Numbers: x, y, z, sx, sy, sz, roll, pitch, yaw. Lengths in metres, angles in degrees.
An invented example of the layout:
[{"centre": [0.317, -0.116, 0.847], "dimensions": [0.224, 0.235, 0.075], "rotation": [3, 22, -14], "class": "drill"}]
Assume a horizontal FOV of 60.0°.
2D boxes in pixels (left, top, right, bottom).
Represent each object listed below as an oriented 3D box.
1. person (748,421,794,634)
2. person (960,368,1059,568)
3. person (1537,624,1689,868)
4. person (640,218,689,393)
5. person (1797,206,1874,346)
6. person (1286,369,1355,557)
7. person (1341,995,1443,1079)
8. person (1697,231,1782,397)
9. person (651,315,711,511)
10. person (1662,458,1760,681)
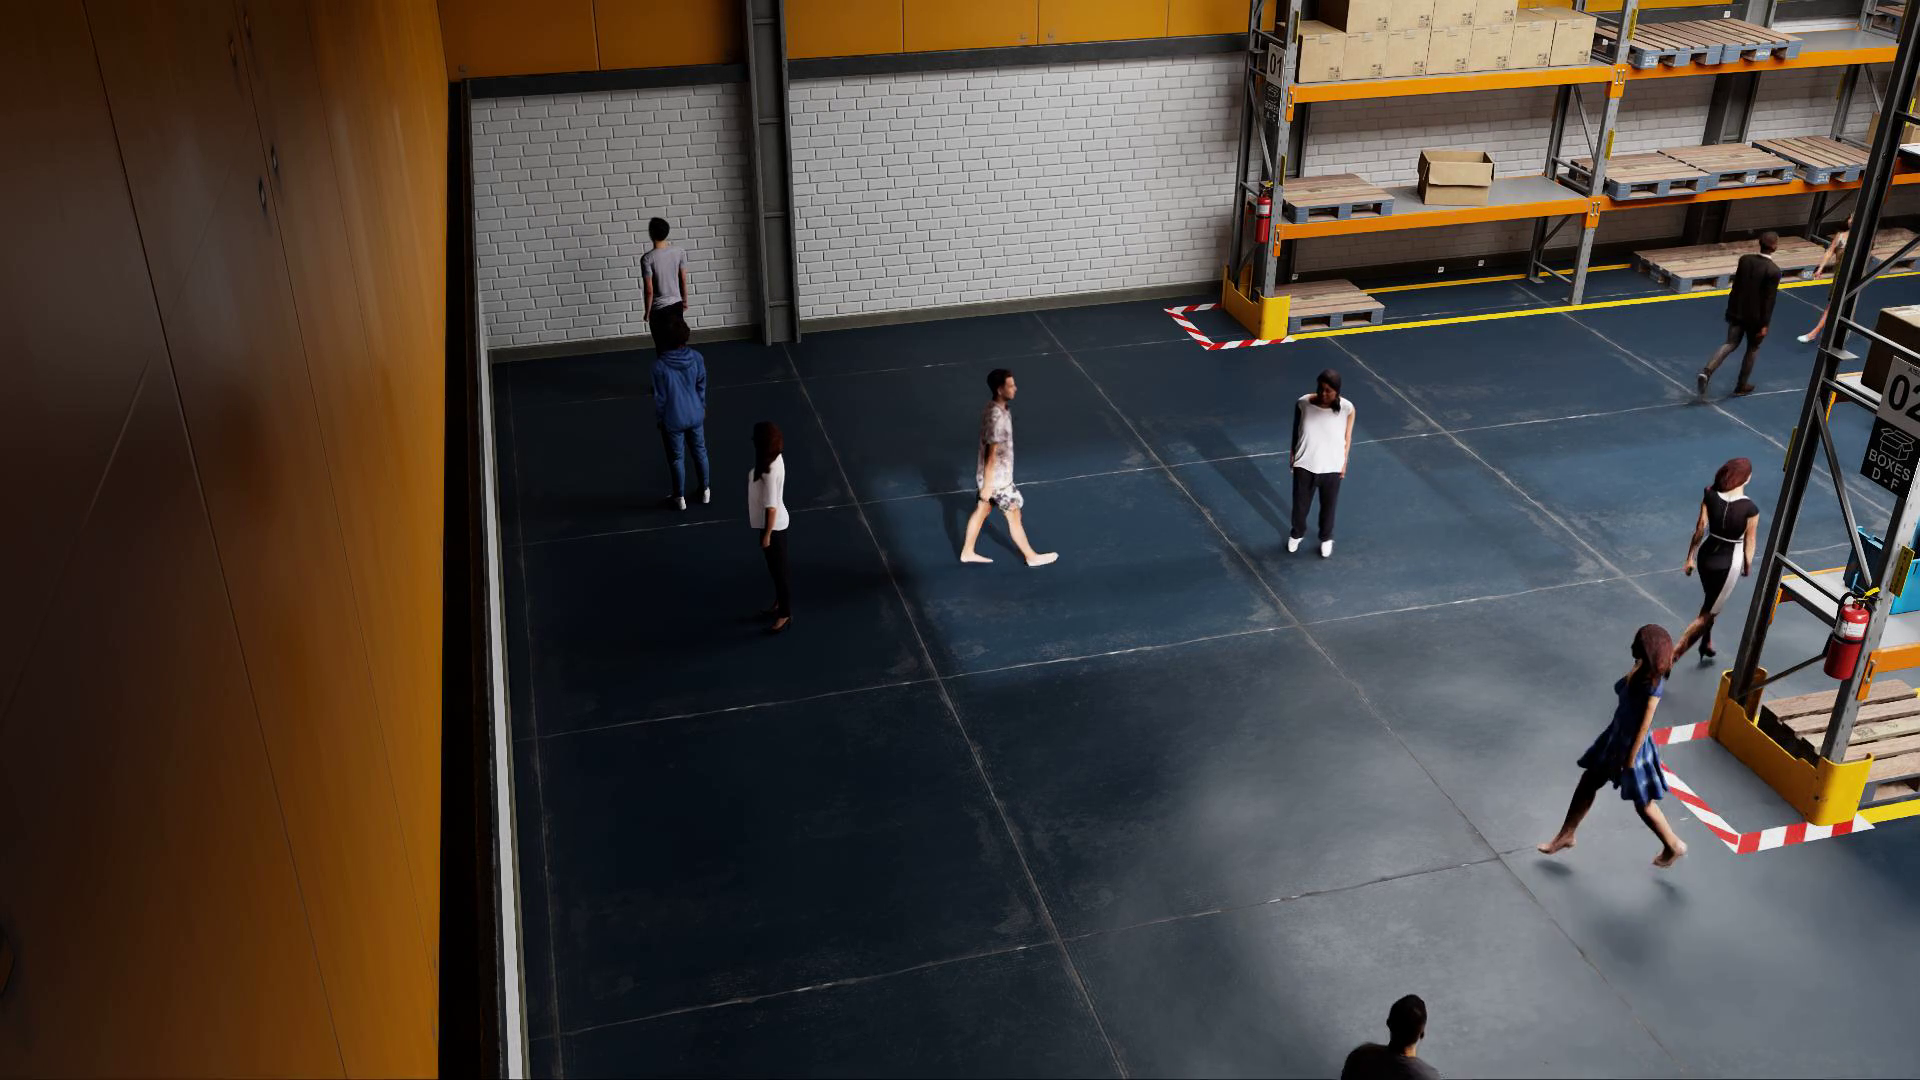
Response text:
[{"centre": [-1.446, -0.110, 12.941], "dimensions": [0.570, 1.795, 0.640], "rotation": [-2, 29, -5], "class": "person"}, {"centre": [0.205, -0.560, 13.777], "dimensions": [1.129, 1.783, 0.864], "rotation": [-1, 29, -1], "class": "person"}, {"centre": [4.224, 1.339, 10.314], "dimensions": [1.209, 1.766, 0.919], "rotation": [4, 29, 7], "class": "person"}, {"centre": [-3.015, -2.386, 17.041], "dimensions": [0.656, 1.864, 0.807], "rotation": [-23, 36, -36], "class": "person"}, {"centre": [9.756, -2.882, 18.245], "dimensions": [1.020, 1.581, 0.580], "rotation": [-9, 30, -15], "class": "person"}, {"centre": [3.043, -0.667, 14.077], "dimensions": [0.731, 1.684, 0.824], "rotation": [9, 30, 16], "class": "person"}, {"centre": [1.889, 2.868, 7.572], "dimensions": [1.136, 1.708, 1.161], "rotation": [14, 32, 24], "class": "person"}, {"centre": [7.946, -2.252, 16.883], "dimensions": [1.121, 1.779, 0.853], "rotation": [-15, 32, -26], "class": "person"}, {"centre": [-2.480, -1.140, 14.813], "dimensions": [0.619, 1.811, 0.793], "rotation": [-16, 33, -27], "class": "person"}, {"centre": [5.551, 0.268, 12.277], "dimensions": [1.161, 1.767, 0.830], "rotation": [-18, 33, -30], "class": "person"}]
